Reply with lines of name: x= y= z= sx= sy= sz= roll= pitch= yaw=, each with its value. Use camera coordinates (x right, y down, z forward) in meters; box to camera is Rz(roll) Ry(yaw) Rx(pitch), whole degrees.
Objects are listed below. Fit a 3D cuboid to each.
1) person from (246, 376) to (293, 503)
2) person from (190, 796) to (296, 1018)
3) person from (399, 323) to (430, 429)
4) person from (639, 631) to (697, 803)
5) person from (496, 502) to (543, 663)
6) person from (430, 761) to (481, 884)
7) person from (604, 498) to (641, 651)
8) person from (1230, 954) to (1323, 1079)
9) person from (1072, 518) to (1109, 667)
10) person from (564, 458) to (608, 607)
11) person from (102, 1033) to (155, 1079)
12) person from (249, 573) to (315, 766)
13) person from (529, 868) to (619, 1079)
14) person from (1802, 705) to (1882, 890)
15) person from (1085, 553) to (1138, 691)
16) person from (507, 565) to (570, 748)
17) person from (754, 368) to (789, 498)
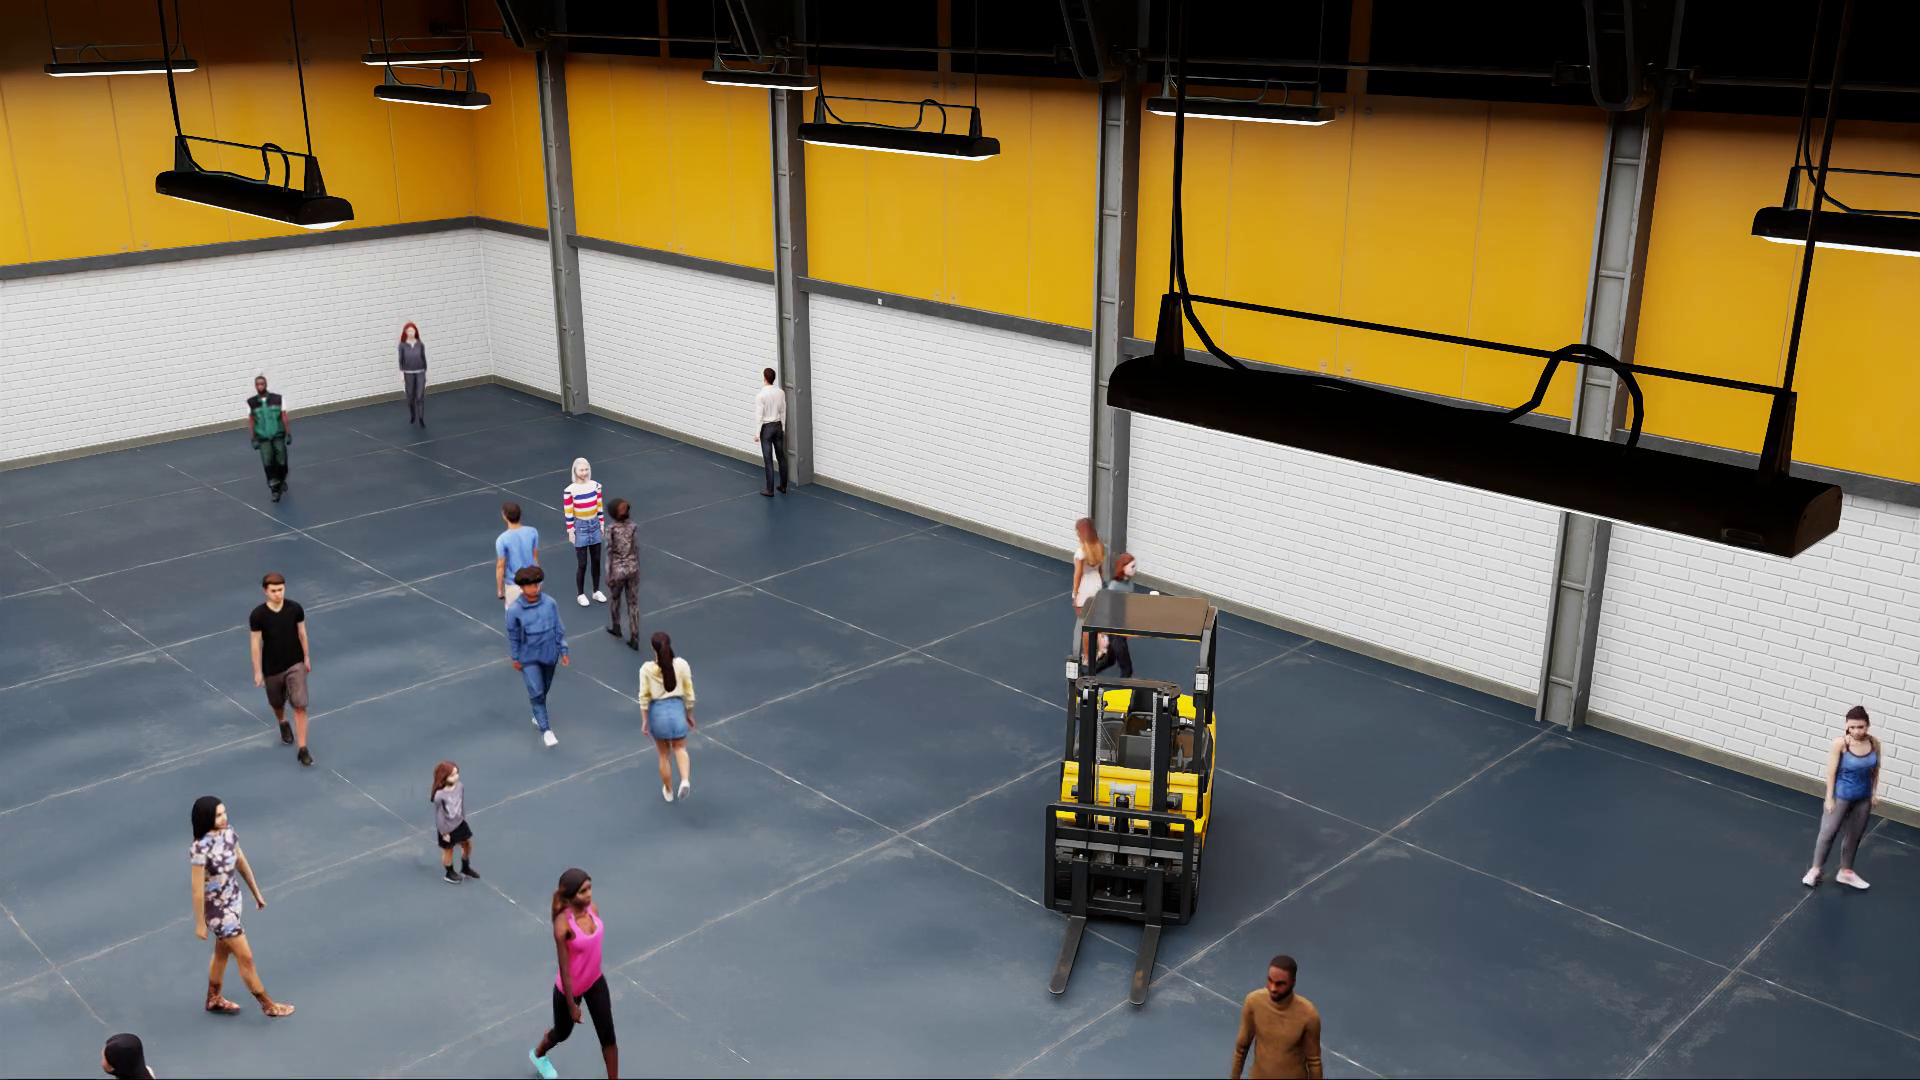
person: x=-9.823 y=-1.462 z=23.706 sx=0.875 sy=1.825 sz=0.956 roll=-6 pitch=20 yaw=-18
person: x=-5.305 y=2.612 z=11.793 sx=1.073 sy=1.707 sz=0.964 roll=2 pitch=19 yaw=7
person: x=-9.038 y=-2.737 z=27.583 sx=0.695 sy=1.767 sz=0.733 roll=-7 pitch=20 yaw=-19
person: x=-2.595 y=1.619 z=14.878 sx=0.826 sy=1.621 sz=0.923 roll=-7 pitch=20 yaw=-21
person: x=-4.666 y=0.496 z=17.842 sx=0.658 sy=1.857 sz=0.722 roll=-16 pitch=25 yaw=-40
person: x=-4.223 y=2.303 z=13.663 sx=0.560 sy=1.099 sz=0.521 roll=12 pitch=22 yaw=31
person: x=-3.676 y=0.405 z=18.387 sx=0.683 sy=1.682 sz=0.954 roll=-14 pitch=23 yaw=-36
person: x=1.919 y=3.219 z=9.858 sx=0.960 sy=1.792 sz=0.886 roll=11 pitch=21 yaw=29
person: x=1.434 y=0.590 z=17.839 sx=0.605 sy=1.680 sz=0.706 roll=-15 pitch=24 yaw=-38
person: x=-4.433 y=-0.114 z=19.731 sx=0.652 sy=1.808 sz=0.529 roll=-16 pitch=24 yaw=-39
person: x=-4.471 y=3.474 z=9.131 sx=0.866 sy=1.773 sz=0.796 roll=-2 pitch=19 yaw=-6
person: x=-6.470 y=1.177 z=15.856 sx=0.904 sy=1.834 sz=1.277 roll=-10 pitch=21 yaw=-27
person: x=-2.566 y=2.921 z=10.907 sx=1.147 sy=1.687 sz=0.649 roll=14 pitch=23 yaw=35
person: x=7.264 y=2.089 z=13.518 sx=0.721 sy=1.598 sz=0.769 roll=-4 pitch=19 yaw=-13
person: x=1.517 y=0.949 z=16.729 sx=1.179 sy=1.708 sz=0.675 roll=15 pitch=24 yaw=37
person: x=-4.143 y=1.091 z=16.211 sx=0.831 sy=1.770 sz=1.171 roll=-13 pitch=22 yaw=-33
person: x=-2.704 y=-1.561 z=23.928 sx=0.672 sy=1.871 sz=0.551 roll=-15 pitch=24 yaw=-38
